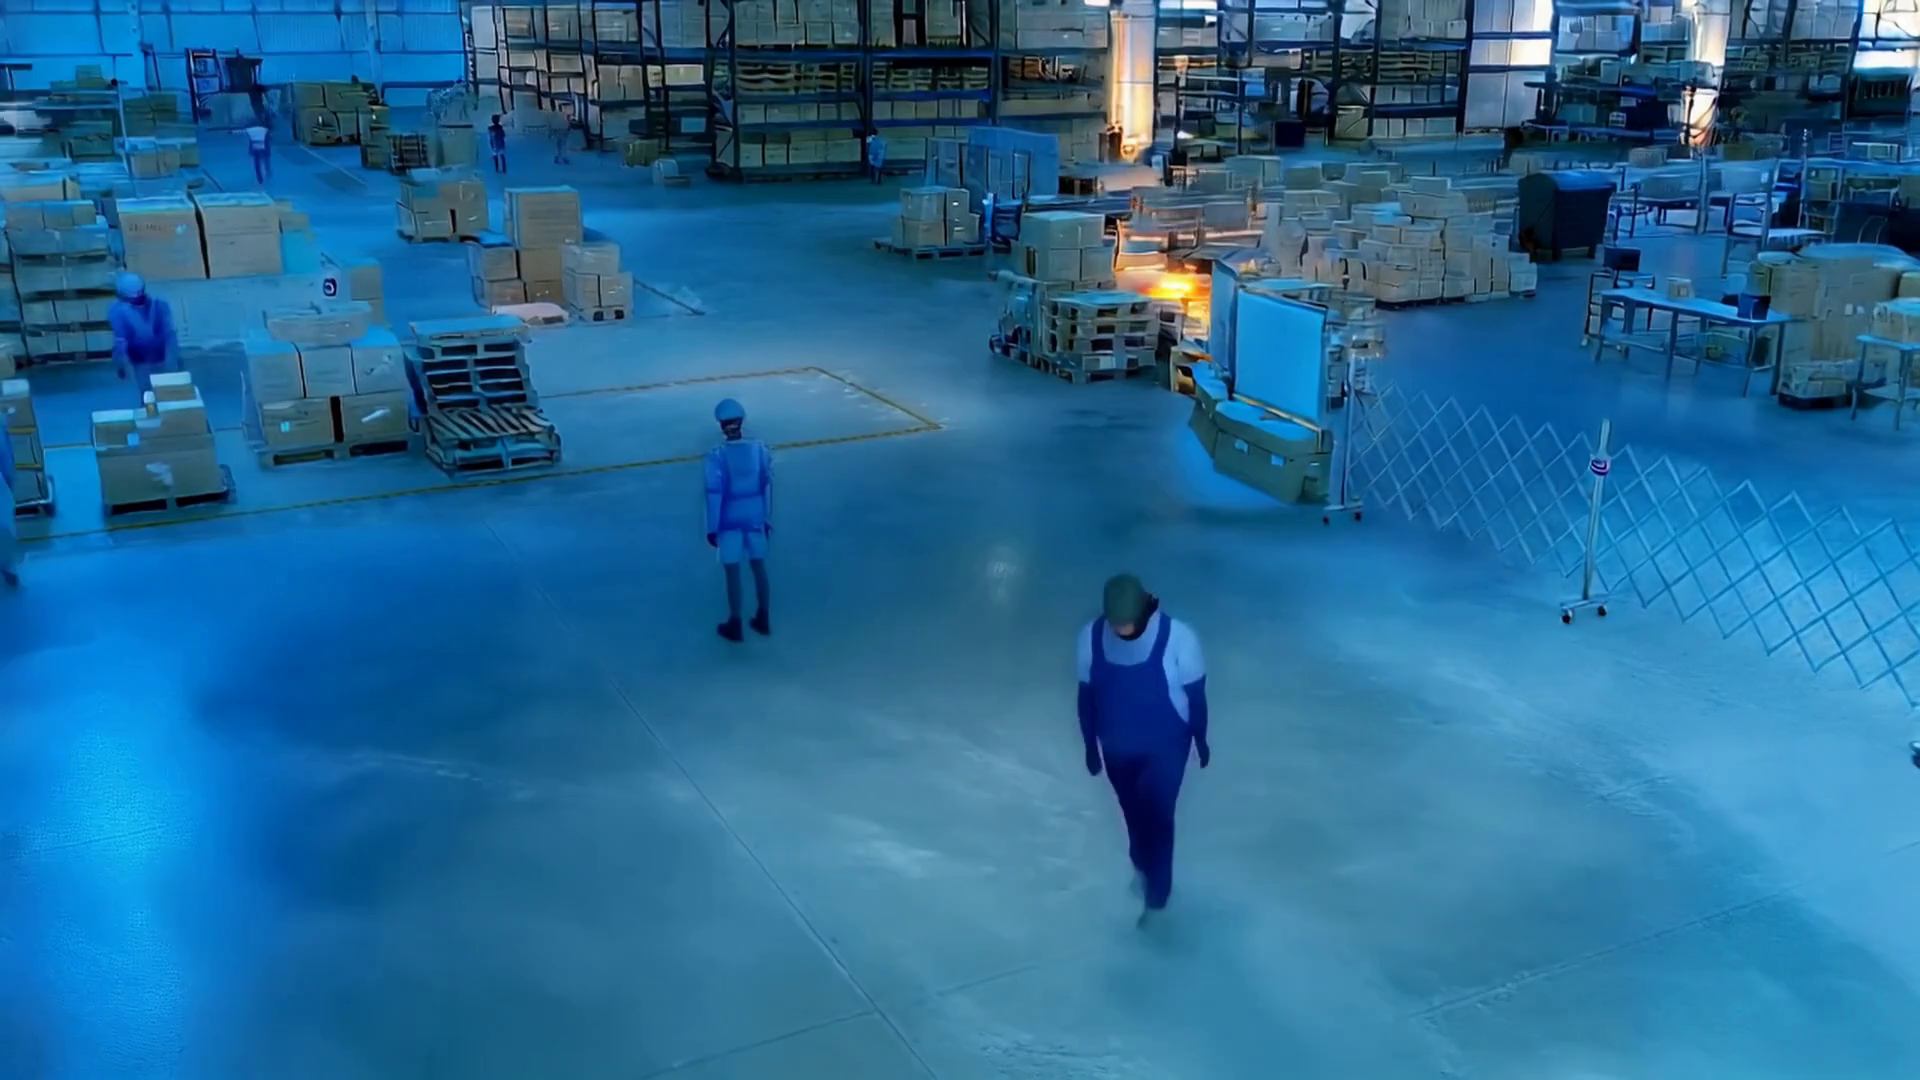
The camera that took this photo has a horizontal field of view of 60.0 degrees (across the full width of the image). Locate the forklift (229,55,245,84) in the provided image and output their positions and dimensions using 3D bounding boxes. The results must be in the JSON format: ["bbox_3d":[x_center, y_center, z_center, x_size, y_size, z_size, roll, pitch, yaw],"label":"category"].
[{"bbox_3d":[-30.151,-18.861,69.635,1.873,2.768,1.129,-9,20,-26],"label":"forklift"}]

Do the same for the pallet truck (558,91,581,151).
[{"bbox_3d":[-13.495,-14.412,57.188,0.823,1.965,1.885,-3,18,-9],"label":"pallet truck"}]

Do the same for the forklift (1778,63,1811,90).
[{"bbox_3d":[29.791,-15.662,59.661,1.129,2.768,1.873,14,22,36],"label":"forklift"}]

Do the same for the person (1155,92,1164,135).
[{"bbox_3d":[7.567,-16.674,64.596,0.972,1.809,0.582,14,22,37],"label":"person"}]

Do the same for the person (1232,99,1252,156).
[{"bbox_3d":[9.294,-13.554,54.758,0.636,1.852,1.014,-9,20,-27],"label":"person"}]

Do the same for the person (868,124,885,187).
[{"bbox_3d":[-2.304,-10.516,45.530,0.532,1.695,0.319,10,20,27],"label":"person"}]

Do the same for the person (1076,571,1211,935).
[{"bbox_3d":[0.929,1.060,8.882,0.746,2.000,0.879,9,20,26],"label":"person"}]

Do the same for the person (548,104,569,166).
[{"bbox_3d":[-12.514,-12.641,51.894,0.657,1.865,0.976,-9,20,-26],"label":"person"}]

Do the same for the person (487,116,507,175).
[{"bbox_3d":[-13.626,-11.621,48.964,0.540,1.698,0.317,-9,20,-27],"label":"person"}]

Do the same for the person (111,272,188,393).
[{"bbox_3d":[-8.999,-2.009,18.529,0.501,1.991,0.735,16,24,41],"label":"person"}]

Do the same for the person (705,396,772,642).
[{"bbox_3d":[-1.720,-0.162,12.875,0.543,1.928,0.374,-11,21,-32],"label":"person"}]

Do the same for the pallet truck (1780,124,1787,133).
[{"bbox_3d":[25.206,-12.542,52.601,1.601,1.201,0.680,0,18,-2],"label":"pallet truck"}]

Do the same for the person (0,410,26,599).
[{"bbox_3d":[-8.087,-0.420,13.700,0.634,1.919,0.468,-15,23,-38],"label":"person"}]

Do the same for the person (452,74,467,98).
[{"bbox_3d":[-21.556,-19.083,71.752,0.611,1.996,0.378,2,18,7],"label":"person"}]

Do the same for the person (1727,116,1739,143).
[{"bbox_3d":[22.975,-11.869,49.799,0.550,1.660,0.810,-3,18,-8],"label":"person"}]

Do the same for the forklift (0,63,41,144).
[{"bbox_3d":[-34.035,-15.536,59.268,1.873,2.768,1.129,-9,20,-26],"label":"forklift"}]

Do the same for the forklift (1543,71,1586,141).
[{"bbox_3d":[18.685,-13.231,52.085,1.873,2.768,1.129,-9,20,-26],"label":"forklift"}]

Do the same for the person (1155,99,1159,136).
[{"bbox_3d":[7.383,-16.383,63.808,0.541,1.707,0.957,-11,21,-31],"label":"person"}]

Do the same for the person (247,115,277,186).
[{"bbox_3d":[-19.398,-10.820,46.189,0.596,1.881,0.932,-1,18,-3],"label":"person"}]

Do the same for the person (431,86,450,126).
[{"bbox_3d":[-19.525,-16.101,62.623,0.655,1.888,0.985,-5,19,-16],"label":"person"}]

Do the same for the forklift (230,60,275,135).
[{"bbox_3d":[-27.349,-17.046,63.978,1.129,2.768,1.873,-1,18,-2],"label":"forklift"}]

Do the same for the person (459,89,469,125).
[{"bbox_3d":[-19.716,-17.171,66.396,0.745,1.606,0.546,-4,18,-14],"label":"person"}]

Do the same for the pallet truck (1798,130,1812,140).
[{"bbox_3d":[25.526,-11.556,49.408,1.630,1.274,0.653,-9,20,-26],"label":"pallet truck"}]

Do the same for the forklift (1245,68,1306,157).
[{"bbox_3d":[10.528,-14.181,55.044,1.129,2.768,1.873,-9,20,-26],"label":"forklift"}]
